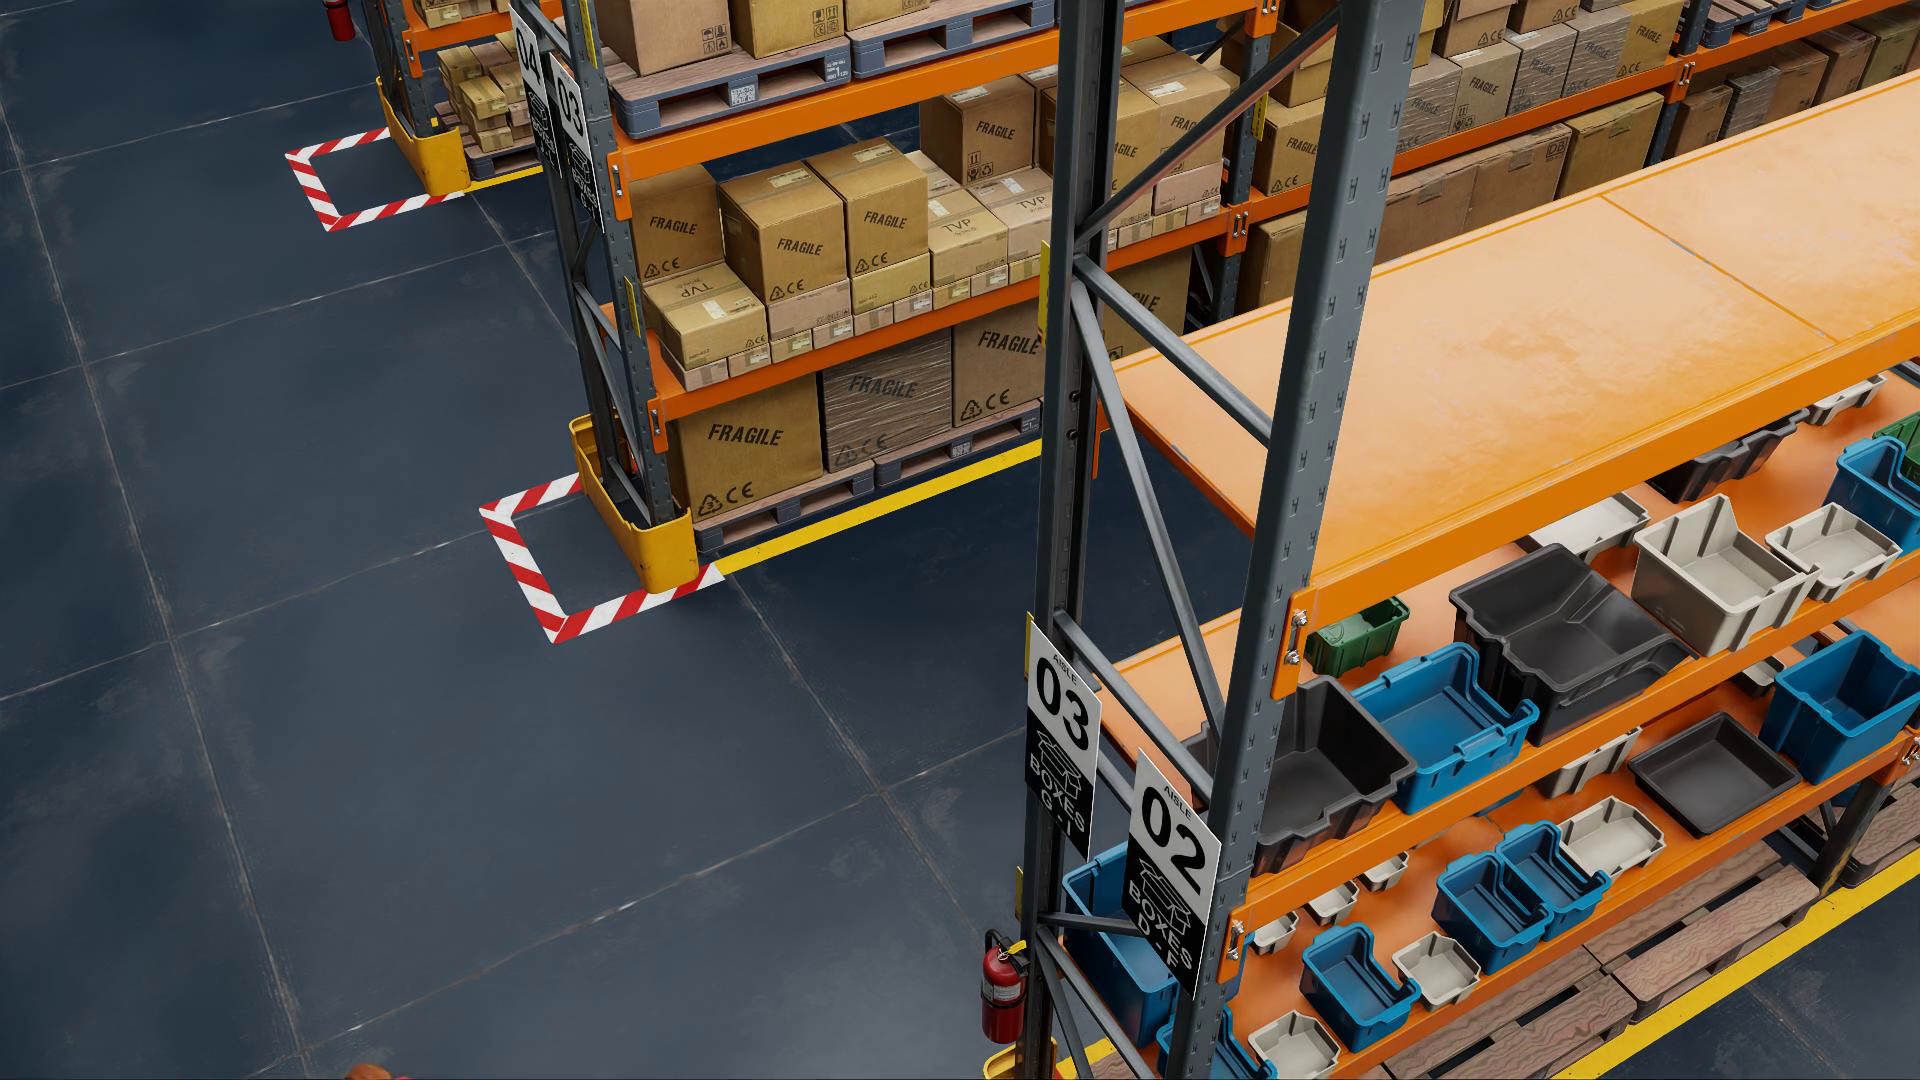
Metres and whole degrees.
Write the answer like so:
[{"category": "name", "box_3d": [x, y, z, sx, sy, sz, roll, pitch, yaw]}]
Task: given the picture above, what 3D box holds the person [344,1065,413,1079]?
[{"category": "person", "box_3d": [-2.128, 2.447, 6.531, 0.659, 1.310, 0.580, 17, 46, 18]}]
